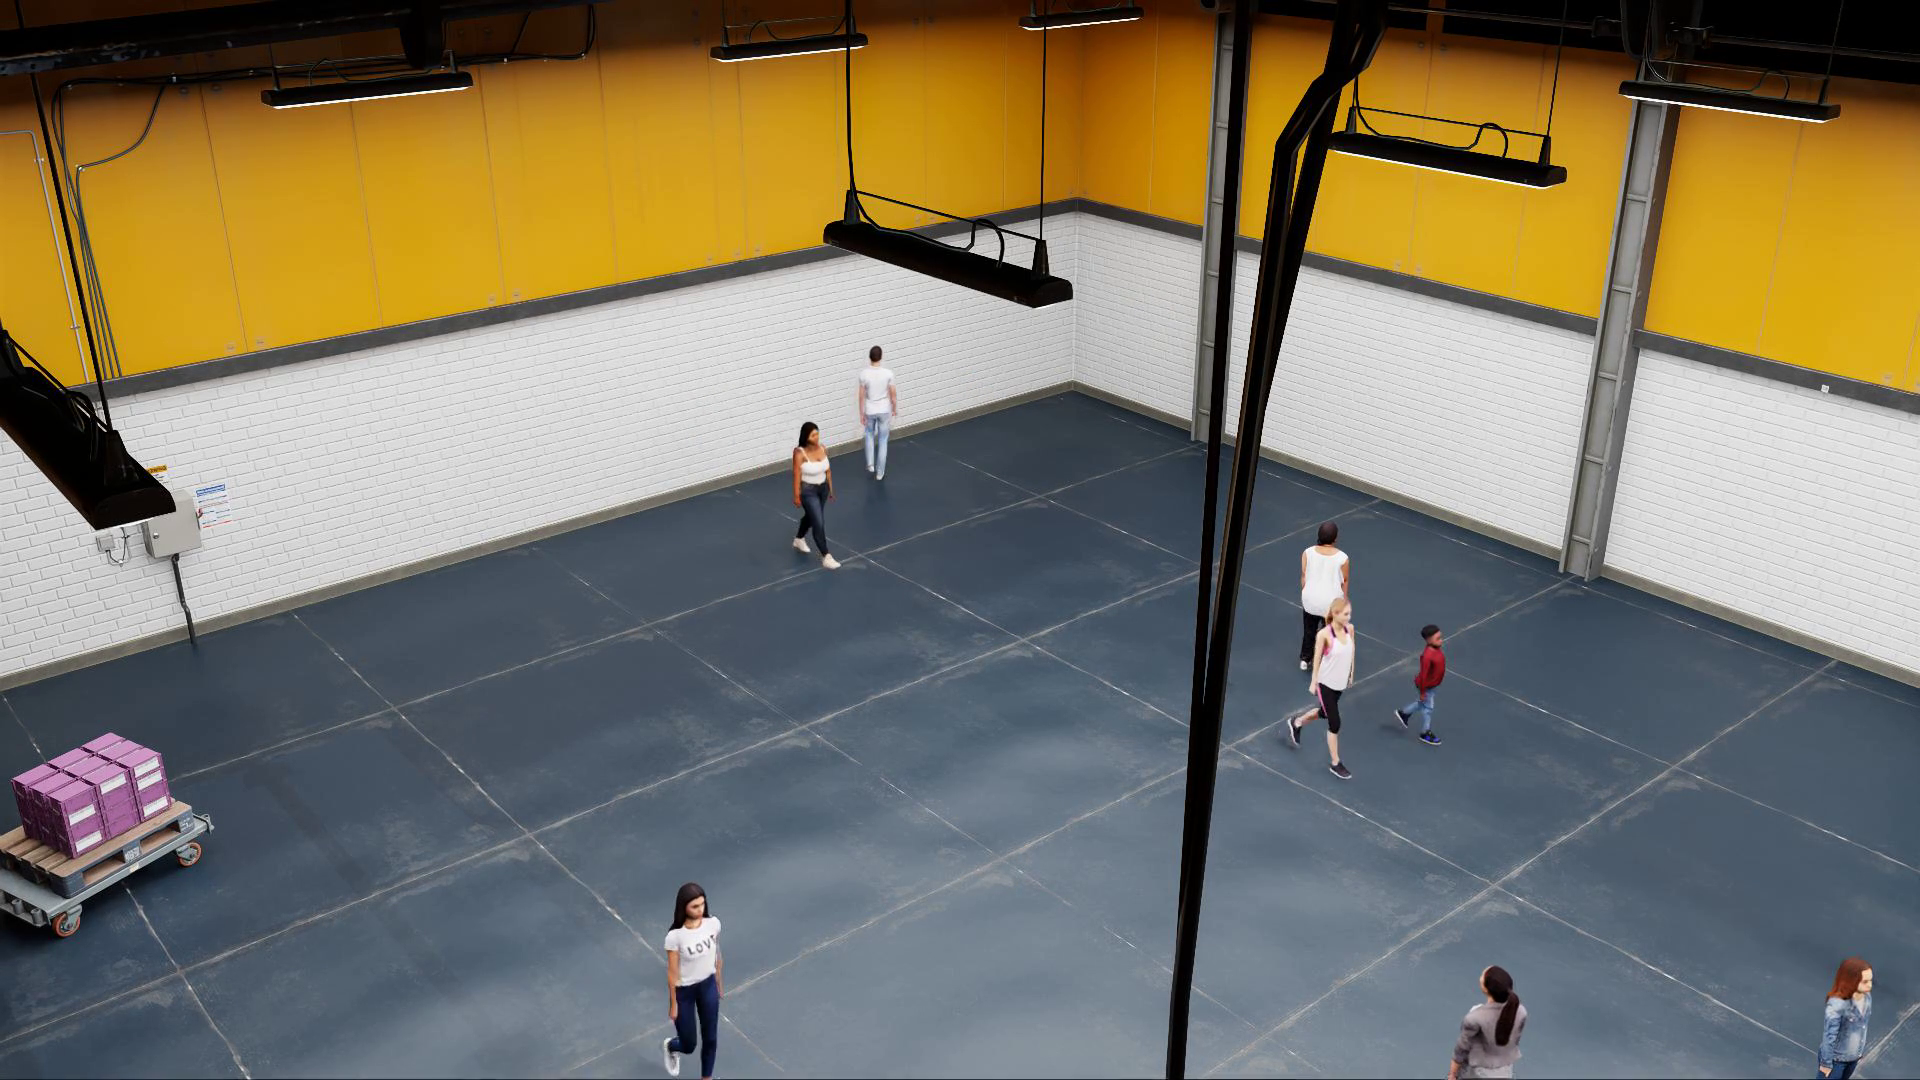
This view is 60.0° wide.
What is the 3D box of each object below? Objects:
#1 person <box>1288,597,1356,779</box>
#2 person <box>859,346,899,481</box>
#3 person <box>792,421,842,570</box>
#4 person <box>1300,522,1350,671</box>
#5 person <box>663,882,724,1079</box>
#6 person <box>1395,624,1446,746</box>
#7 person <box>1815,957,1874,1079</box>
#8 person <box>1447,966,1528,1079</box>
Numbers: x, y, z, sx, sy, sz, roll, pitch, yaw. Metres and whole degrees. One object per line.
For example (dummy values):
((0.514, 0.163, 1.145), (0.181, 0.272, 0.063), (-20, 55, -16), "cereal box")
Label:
((3.437, 1.326, 15.693), (0.733, 1.757, 1.157), (-14, 27, -29), "person")
((-1.117, -1.690, 22.496), (0.830, 1.834, 0.888), (1, 24, 2), "person")
((-1.831, -0.577, 20.032), (1.171, 1.768, 0.730), (22, 32, 40), "person")
((3.818, 0.590, 17.463), (0.665, 1.688, 0.799), (13, 27, 27), "person")
((-1.899, 3.129, 11.566), (0.608, 1.758, 0.802), (-20, 31, -38), "person")
((4.506, 1.379, 16.213), (0.792, 1.243, 0.645), (13, 27, 28), "person")
((5.911, 3.445, 11.193), (0.584, 1.477, 0.538), (-14, 27, -30), "person")
((3.440, 3.493, 10.834), (0.708, 1.677, 0.721), (-5, 24, -11), "person")
